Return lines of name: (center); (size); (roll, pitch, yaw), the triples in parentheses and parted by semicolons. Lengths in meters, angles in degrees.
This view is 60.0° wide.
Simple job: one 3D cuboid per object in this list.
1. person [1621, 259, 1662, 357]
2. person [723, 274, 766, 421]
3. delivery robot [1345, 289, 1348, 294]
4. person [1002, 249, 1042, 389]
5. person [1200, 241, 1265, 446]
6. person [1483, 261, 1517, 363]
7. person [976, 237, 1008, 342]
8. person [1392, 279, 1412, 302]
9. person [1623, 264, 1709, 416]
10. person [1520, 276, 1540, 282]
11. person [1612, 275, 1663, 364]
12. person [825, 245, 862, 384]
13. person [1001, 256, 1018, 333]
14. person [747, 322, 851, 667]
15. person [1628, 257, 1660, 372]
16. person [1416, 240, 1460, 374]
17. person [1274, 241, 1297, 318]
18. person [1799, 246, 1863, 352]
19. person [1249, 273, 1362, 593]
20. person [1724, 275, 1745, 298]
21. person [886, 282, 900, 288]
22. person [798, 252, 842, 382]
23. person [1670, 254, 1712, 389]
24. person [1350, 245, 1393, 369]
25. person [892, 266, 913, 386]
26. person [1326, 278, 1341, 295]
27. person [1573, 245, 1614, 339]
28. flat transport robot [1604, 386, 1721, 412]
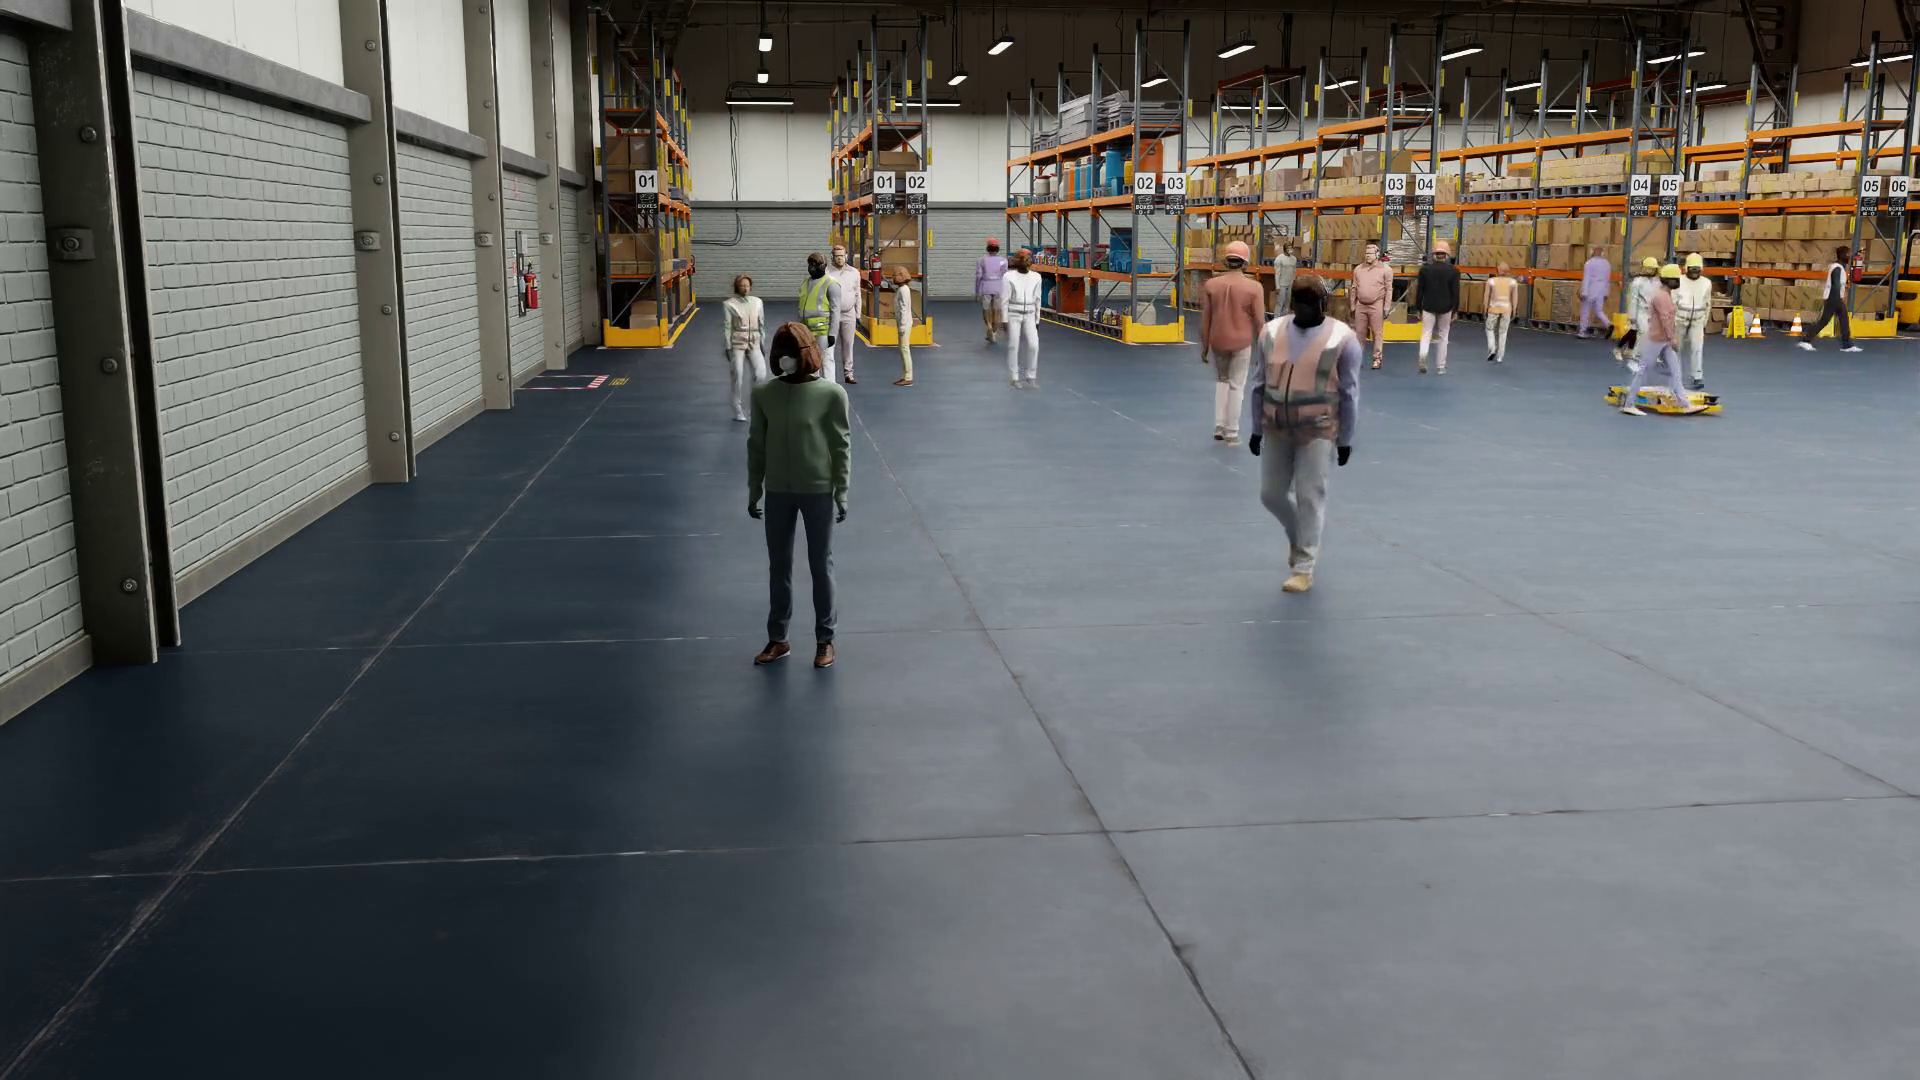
person: (11.435, -3.882, 27.880); (0.546, 1.661, 0.752); (-2, 11, -13)
person: (-2.334, -2.093, 18.222); (0.543, 1.618, 0.580); (-7, 13, -34)
delivery robot: (11.647, -7.370, 49.816); (0.477, 0.478, 0.707); (-9, 14, -41)
person: (0.829, -2.924, 22.117); (0.597, 1.866, 0.619); (-3, 11, -16)
person: (2.684, -1.902, 16.173); (0.649, 1.980, 0.518); (6, 12, 31)
person: (8.710, -3.674, 26.846); (0.538, 1.626, 0.372); (2, 10, 10)
person: (0.619, -4.777, 31.826); (0.624, 2.023, 0.584); (-1, 10, -4)
person: (10.214, -5.894, 38.578); (0.534, 1.812, 0.947); (2, 11, 11)
person: (7.971, -2.233, 18.725); (0.915, 1.720, 0.523); (8, 13, 37)
person: (14.643, -6.692, 42.728); (0.546, 1.892, 1.009); (1, 10, 3)
person: (10.983, -3.686, 26.862); (0.531, 1.660, 0.870); (-7, 13, -34)
person: (-1.657, -3.100, 22.956); (0.651, 1.906, 0.403); (-3, 11, -18)
person: (1.090, -5.120, 34.815); (0.516, 1.615, 0.410); (-2, 11, -12)
person: (-0.765, -0.211, 7.865); (0.508, 1.632, 0.270); (3, 11, 14)
person: (10.225, -3.347, 24.801); (0.489, 1.726, 0.394); (-7, 13, -34)
person: (7.018, -3.407, 24.451); (0.636, 1.975, 0.777); (5, 11, 24)
person: (7.051, -5.492, 36.025); (0.623, 1.932, 0.368); (-8, 13, -36)
person: (15.526, -4.289, 29.585); (0.993, 1.877, 0.610); (7, 12, 34)
person: (2.001, -0.631, 9.640); (0.641, 1.828, 0.579); (7, 13, 34)
person: (20.924, -7.106, 44.888); (0.581, 1.918, 0.389); (-2, 10, -9)
person: (-1.747, -7.276, 45.815); (0.636, 1.908, 1.006); (-1, 10, -7)
person: (-1.671, -2.422, 19.412); (0.627, 1.847, 0.429); (9, 13, 40)
person: (9.755, -2.910, 22.215); (0.594, 1.792, 0.869); (1, 10, 8)
person: (6.298, -3.577, 25.572); (0.655, 1.906, 0.407); (7, 13, 35)
person: (-0.790, -2.917, 22.731); (0.289, 1.623, 0.507); (-1, 10, -5)
person: (11.151, -7.795, 49.474); (0.528, 1.632, 0.353); (4, 11, 22)
person: (12.566, -4.878, 32.809); (0.670, 1.871, 0.754); (-5, 12, -26)
flat transport robot: (8.267, -1.670, 19.602); (0.652, 0.197, 1.431); (-1, 10, -7)
